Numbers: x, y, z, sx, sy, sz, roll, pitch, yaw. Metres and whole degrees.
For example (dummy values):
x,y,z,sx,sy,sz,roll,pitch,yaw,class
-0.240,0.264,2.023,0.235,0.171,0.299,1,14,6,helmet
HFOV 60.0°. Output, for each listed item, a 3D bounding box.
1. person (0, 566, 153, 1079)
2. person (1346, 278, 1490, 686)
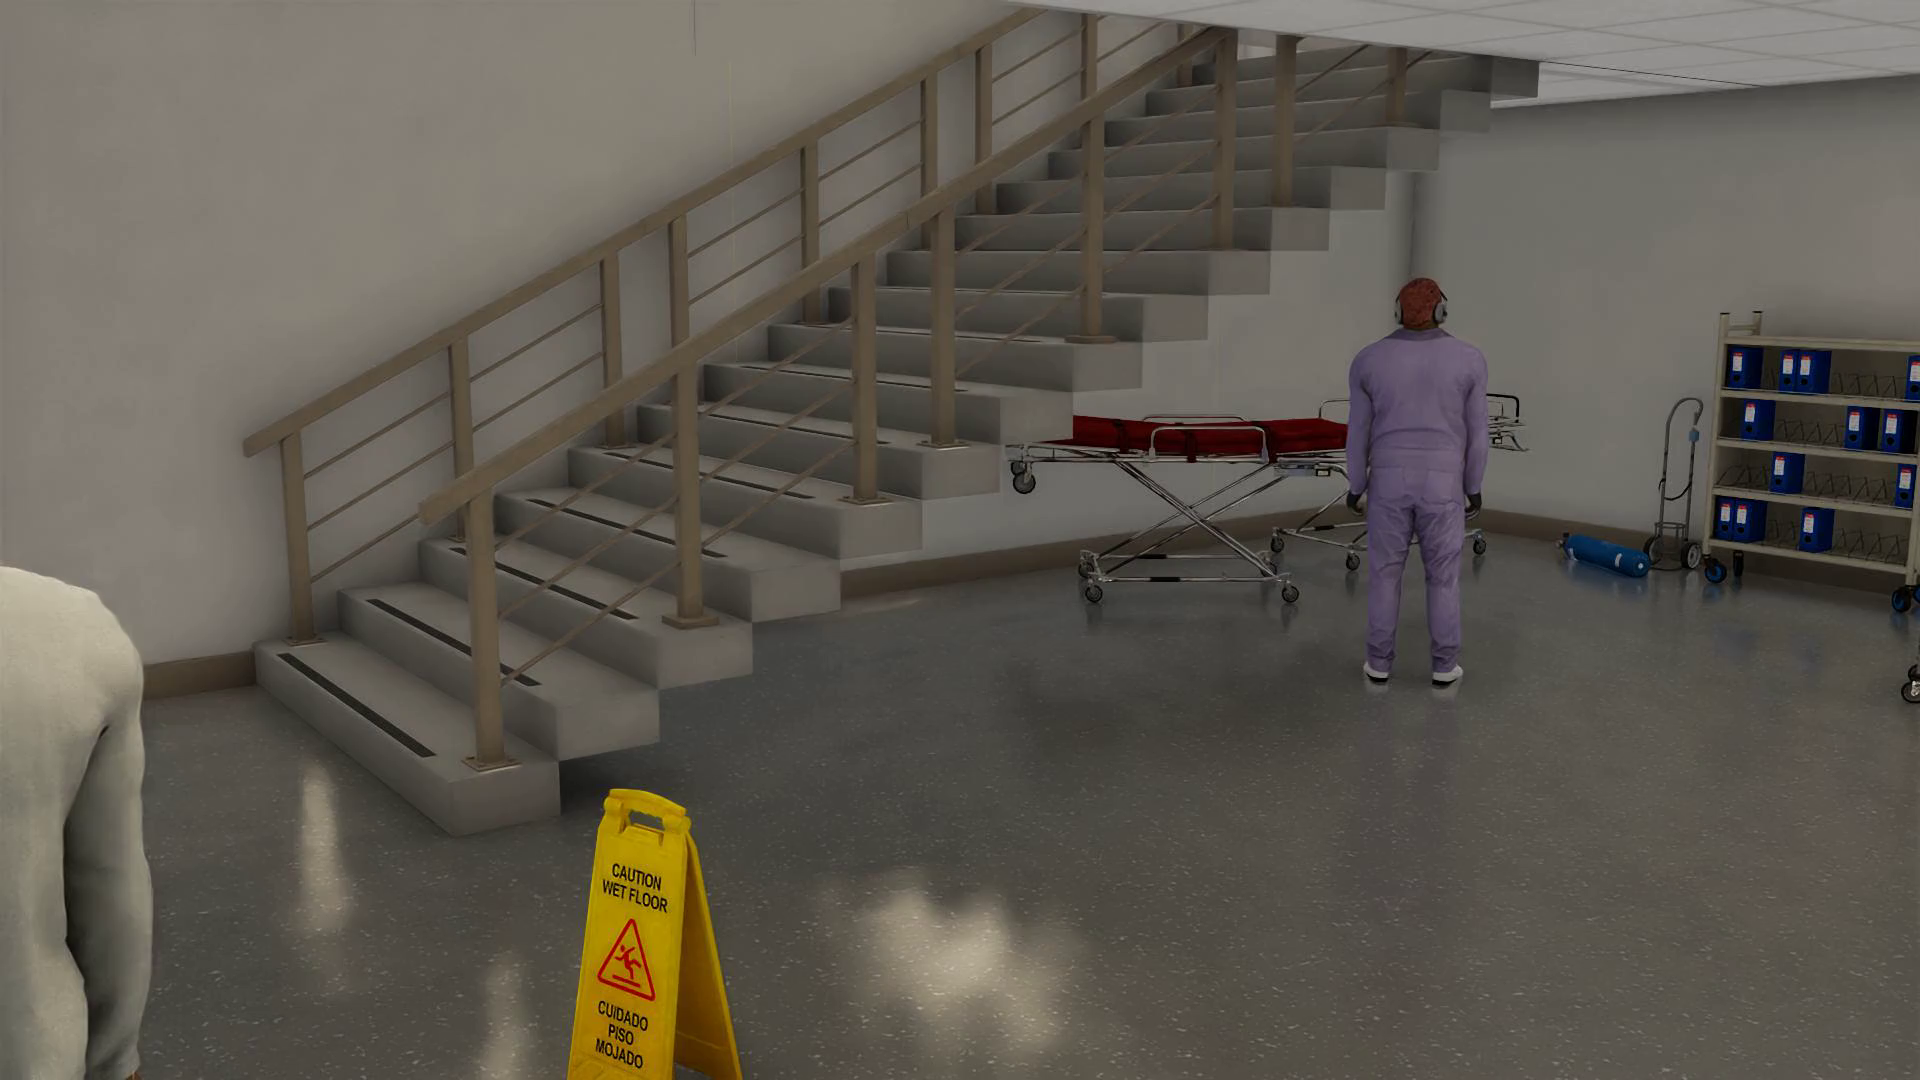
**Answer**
x,y,z,sx,sy,sz,roll,pitch,yaw,class
-1.264,0.718,2.000,0.364,1.939,0.636,5,11,28,person
2.134,-0.267,7.790,0.637,1.901,0.403,3,10,17,person
